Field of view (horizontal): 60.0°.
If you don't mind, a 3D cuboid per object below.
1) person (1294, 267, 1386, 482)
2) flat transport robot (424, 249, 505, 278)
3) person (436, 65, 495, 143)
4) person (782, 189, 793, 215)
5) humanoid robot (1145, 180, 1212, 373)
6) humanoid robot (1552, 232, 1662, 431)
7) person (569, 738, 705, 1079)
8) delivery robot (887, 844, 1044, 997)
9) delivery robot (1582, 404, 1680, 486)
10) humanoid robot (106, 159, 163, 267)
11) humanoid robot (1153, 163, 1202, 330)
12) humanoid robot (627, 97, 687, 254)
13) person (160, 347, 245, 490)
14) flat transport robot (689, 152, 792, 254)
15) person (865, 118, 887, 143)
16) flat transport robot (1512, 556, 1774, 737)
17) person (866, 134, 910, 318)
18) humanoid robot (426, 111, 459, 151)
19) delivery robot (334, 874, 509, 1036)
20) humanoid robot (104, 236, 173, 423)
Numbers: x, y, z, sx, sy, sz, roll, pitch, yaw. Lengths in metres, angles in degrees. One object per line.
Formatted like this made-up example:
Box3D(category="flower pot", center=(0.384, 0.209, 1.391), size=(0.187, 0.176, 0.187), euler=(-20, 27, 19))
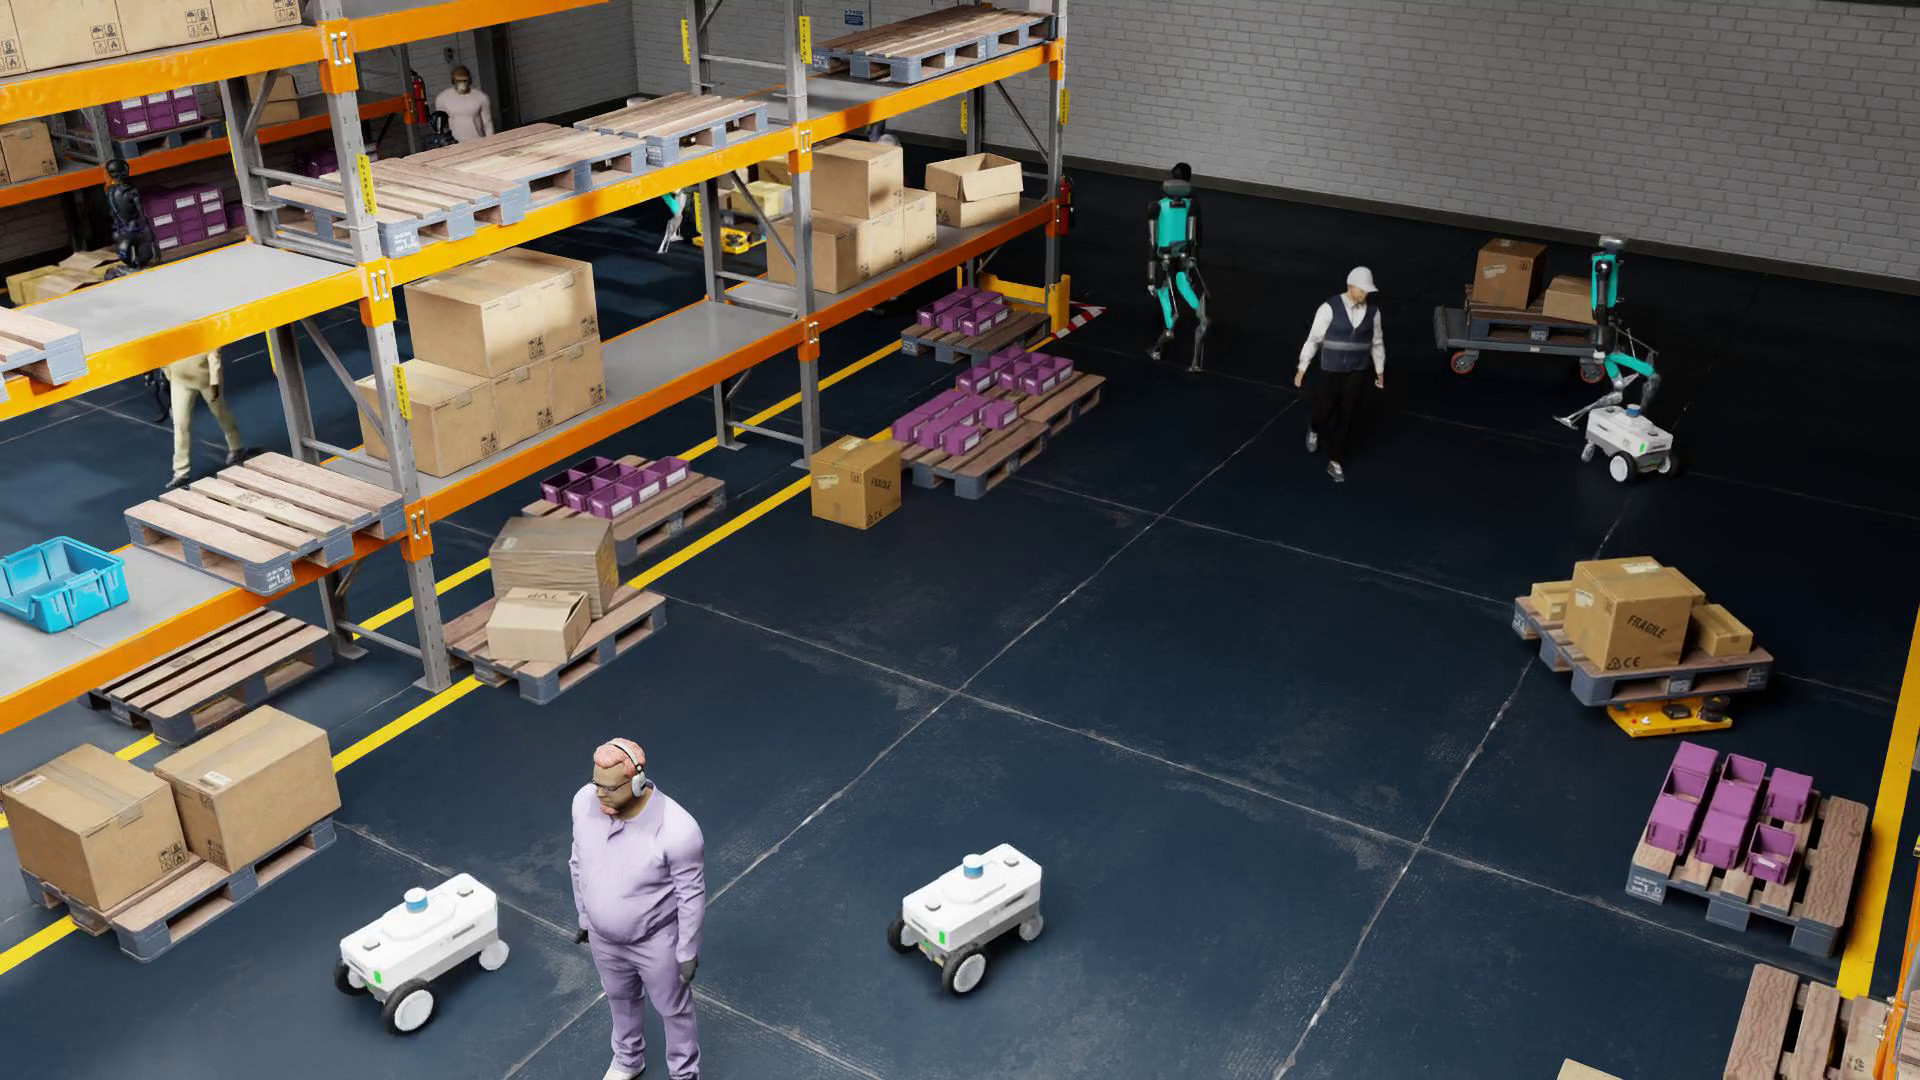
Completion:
Box3D(category="person", center=(3.012, -1.357, 13.247), size=(0.755, 1.733, 0.565), euler=(-2, 27, -3))
Box3D(category="flat transport robot", center=(-5.429, -3.017, 18.142), size=(0.659, 0.231, 1.431), euler=(-2, 27, -4))
Box3D(category="person", center=(-5.754, -4.618, 19.487), size=(0.661, 1.906, 0.782), euler=(-5, 27, -9))
Box3D(category="person", center=(-1.496, -2.877, 16.280), size=(0.894, 1.696, 0.576), euler=(-14, 30, -26))
Box3D(category="humanoid robot", center=(2.063, -2.350, 15.245), size=(0.538, 1.766, 0.972), euler=(-11, 29, -21))
Box3D(category="humanoid robot", center=(5.582, -1.639, 13.844), size=(0.994, 1.764, 0.576), euler=(18, 32, 31))
Box3D(category="person", center=(-1.386, 1.672, 7.095), size=(0.637, 1.909, 0.412), euler=(12, 29, 22))
Box3D(category="delivery robot", center=(0.069, 1.829, 8.269), size=(0.766, 0.587, 0.499), euler=(-22, 34, -36))
Box3D(category="delivery robot", center=(5.415, -0.792, 13.448), size=(0.505, 0.599, 0.770), euler=(-9, 28, -17))
Box3D(category="humanoid robot", center=(-8.256, -2.969, 16.550), size=(0.599, 1.636, 0.772), euler=(16, 31, 28))
Box3D(category="humanoid robot", center=(2.123, -2.893, 16.339), size=(0.590, 1.647, 0.482), euler=(21, 33, 35))
Box3D(category="humanoid robot", center=(-3.308, -4.113, 18.727), size=(0.783, 1.803, 0.534), euler=(-23, 35, -37))
Box3D(category="person", center=(-6.074, -1.281, 13.141), size=(0.579, 1.689, 0.944), euler=(0, 27, 1))
Box3D(category="flat transport robot", center=(-2.390, -3.635, 19.361), size=(0.659, 0.231, 1.431), euler=(17, 31, 30))
Box3D(category="person", center=(-1.085, -5.286, 21.103), size=(0.285, 1.633, 0.500), euler=(8, 28, 16))
Box3D(category="flat transport robot", center=(4.246, 0.787, 10.648), size=(0.659, 0.231, 1.431), euler=(-4, 27, -8))
Box3D(category="person", center=(-0.730, -3.176, 16.771), size=(0.505, 1.809, 0.956), euler=(16, 31, 28))
Box3D(category="humanoid robot", center=(-5.603, -3.887, 18.286), size=(0.599, 1.657, 0.315), euler=(16, 31, 28))
Box3D(category="delivery robot", center=(-2.587, 1.945, 8.039), size=(0.499, 0.585, 0.765), euler=(21, 34, 36))
Box3D(category="humanoid robot", center=(-6.938, -1.786, 14.154), size=(0.606, 1.645, 0.341), euler=(-2, 27, -4))
